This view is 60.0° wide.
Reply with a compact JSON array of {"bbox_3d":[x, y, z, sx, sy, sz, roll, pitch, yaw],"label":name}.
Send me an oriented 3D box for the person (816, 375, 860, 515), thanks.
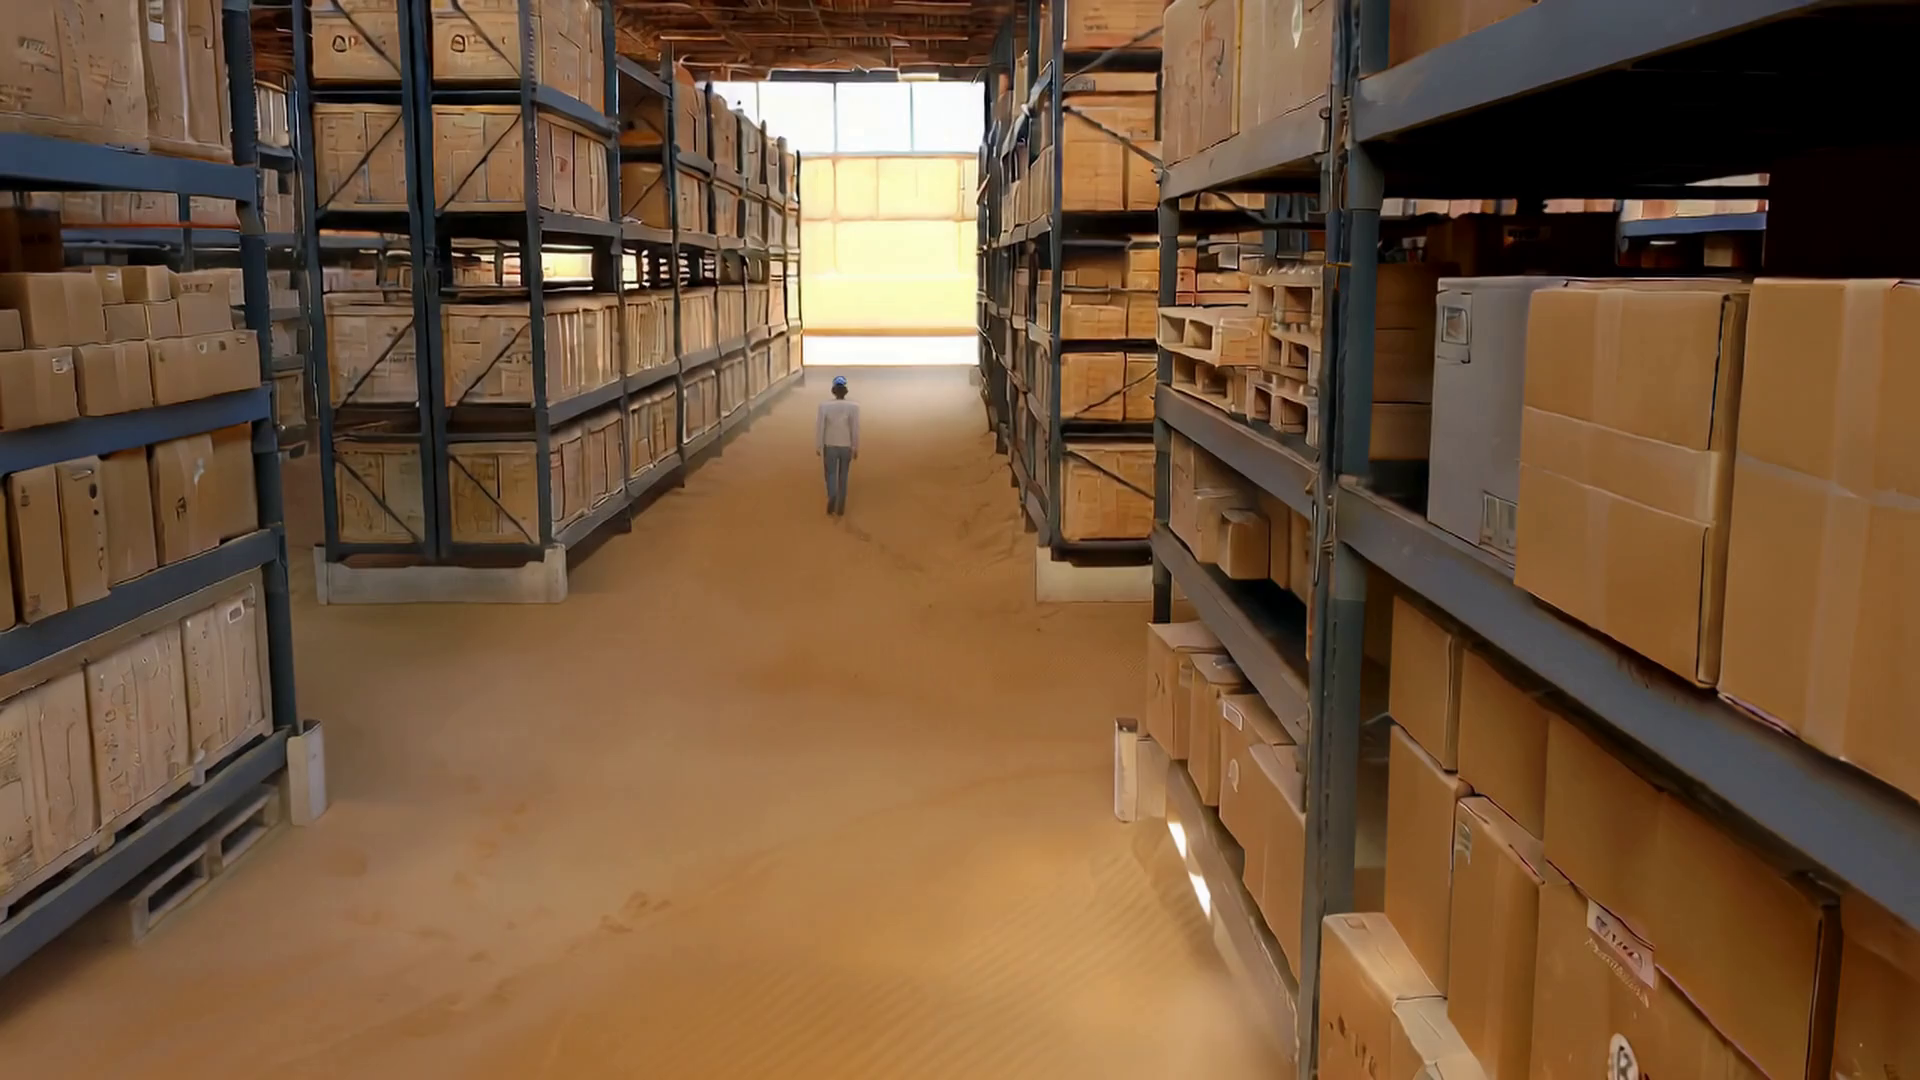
[{"bbox_3d":[-1.485,-1.142,20.320,0.534,1.741,0.563,-1,9,-8],"label":"person"}]
